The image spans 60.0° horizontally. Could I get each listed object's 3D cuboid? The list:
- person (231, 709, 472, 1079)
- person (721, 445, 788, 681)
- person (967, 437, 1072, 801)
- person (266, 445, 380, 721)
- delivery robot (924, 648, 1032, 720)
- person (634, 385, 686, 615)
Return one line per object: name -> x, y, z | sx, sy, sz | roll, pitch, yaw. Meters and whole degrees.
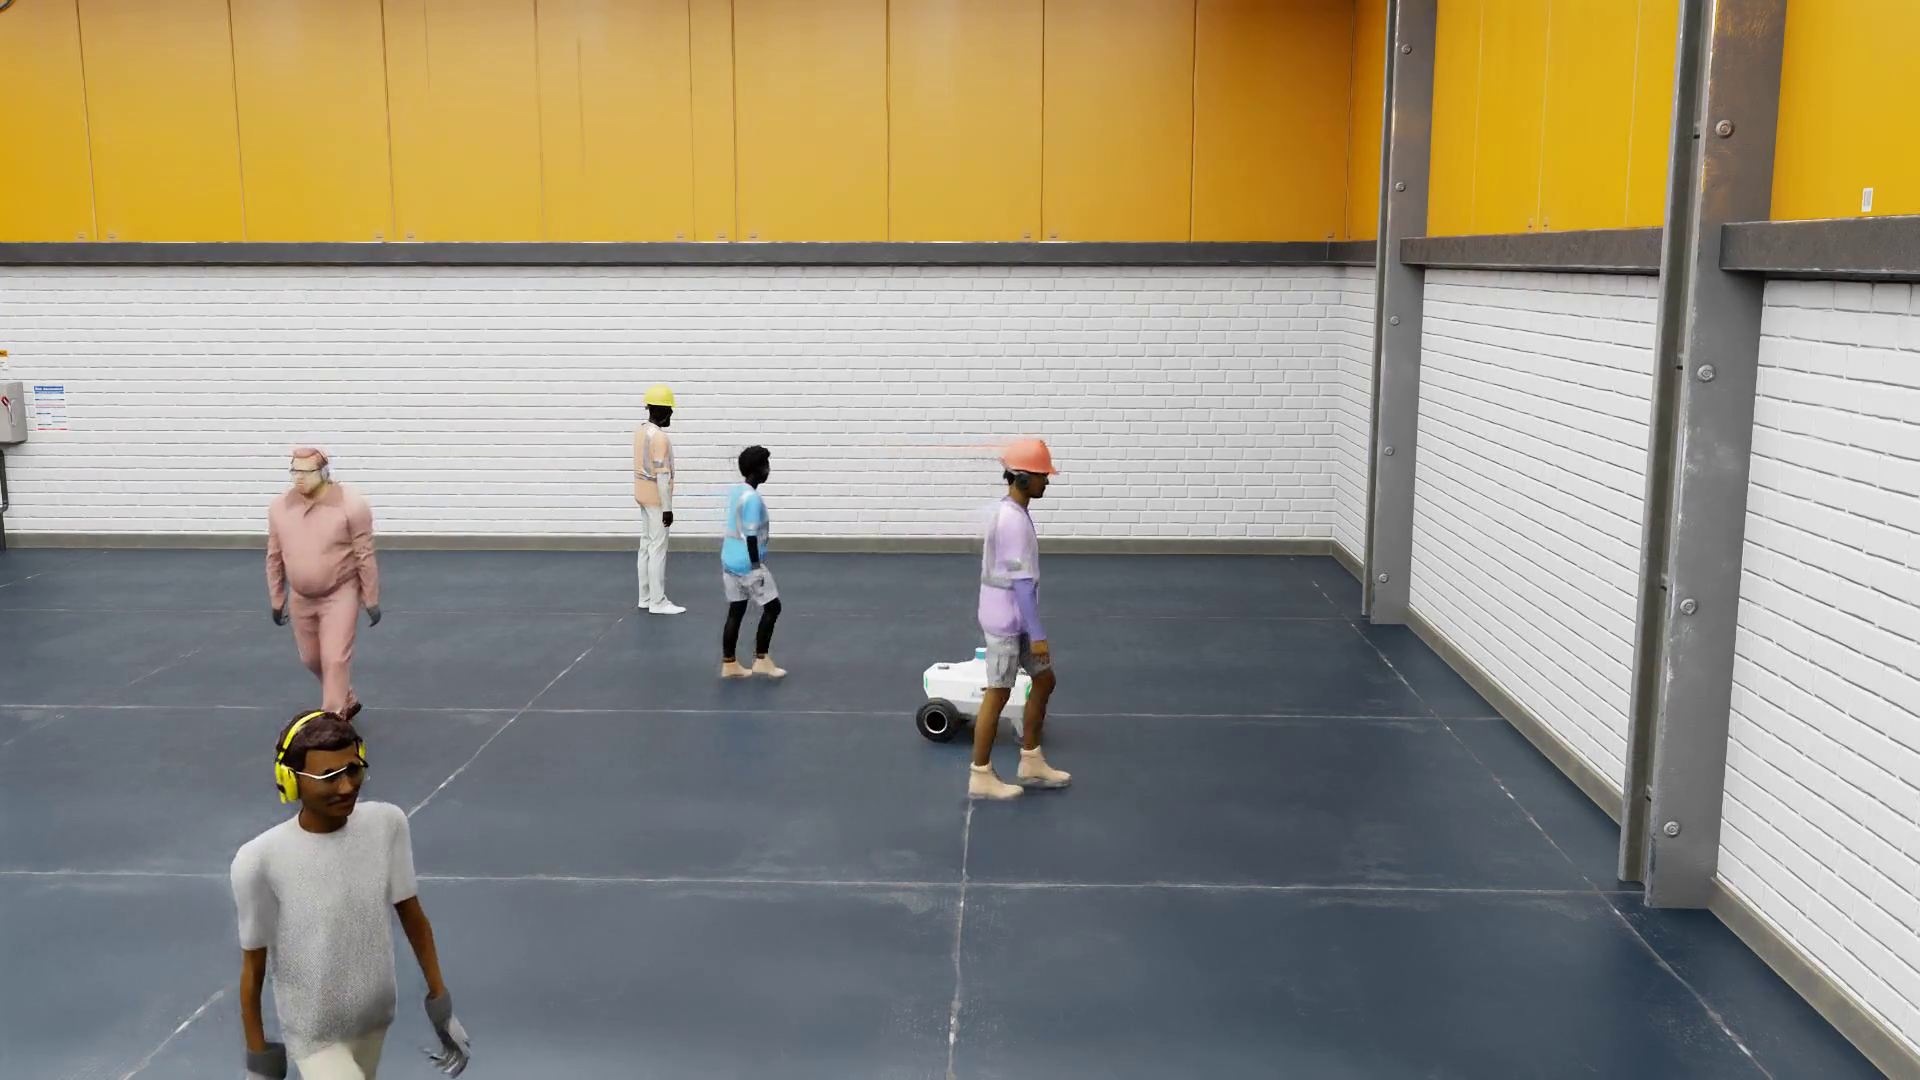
person -> -1.682, 1.327, 4.541 | 0.971, 1.826, 0.537 | 7, 12, 34
person -> -1.435, 0.170, 11.692 | 0.568, 1.676, 0.554 | -4, 10, -20
person -> 0.371, 0.448, 9.104 | 0.744, 2.017, 0.639 | 1, 10, 4
person -> -3.891, 0.334, 10.172 | 0.662, 1.874, 0.856 | 1, 10, 6
delivery robot -> 0.148, 0.914, 10.356 | 0.707, 0.478, 0.477 | 3, 10, 16
person -> -2.535, -0.339, 13.964 | 0.376, 1.922, 0.594 | -5, 11, -29
